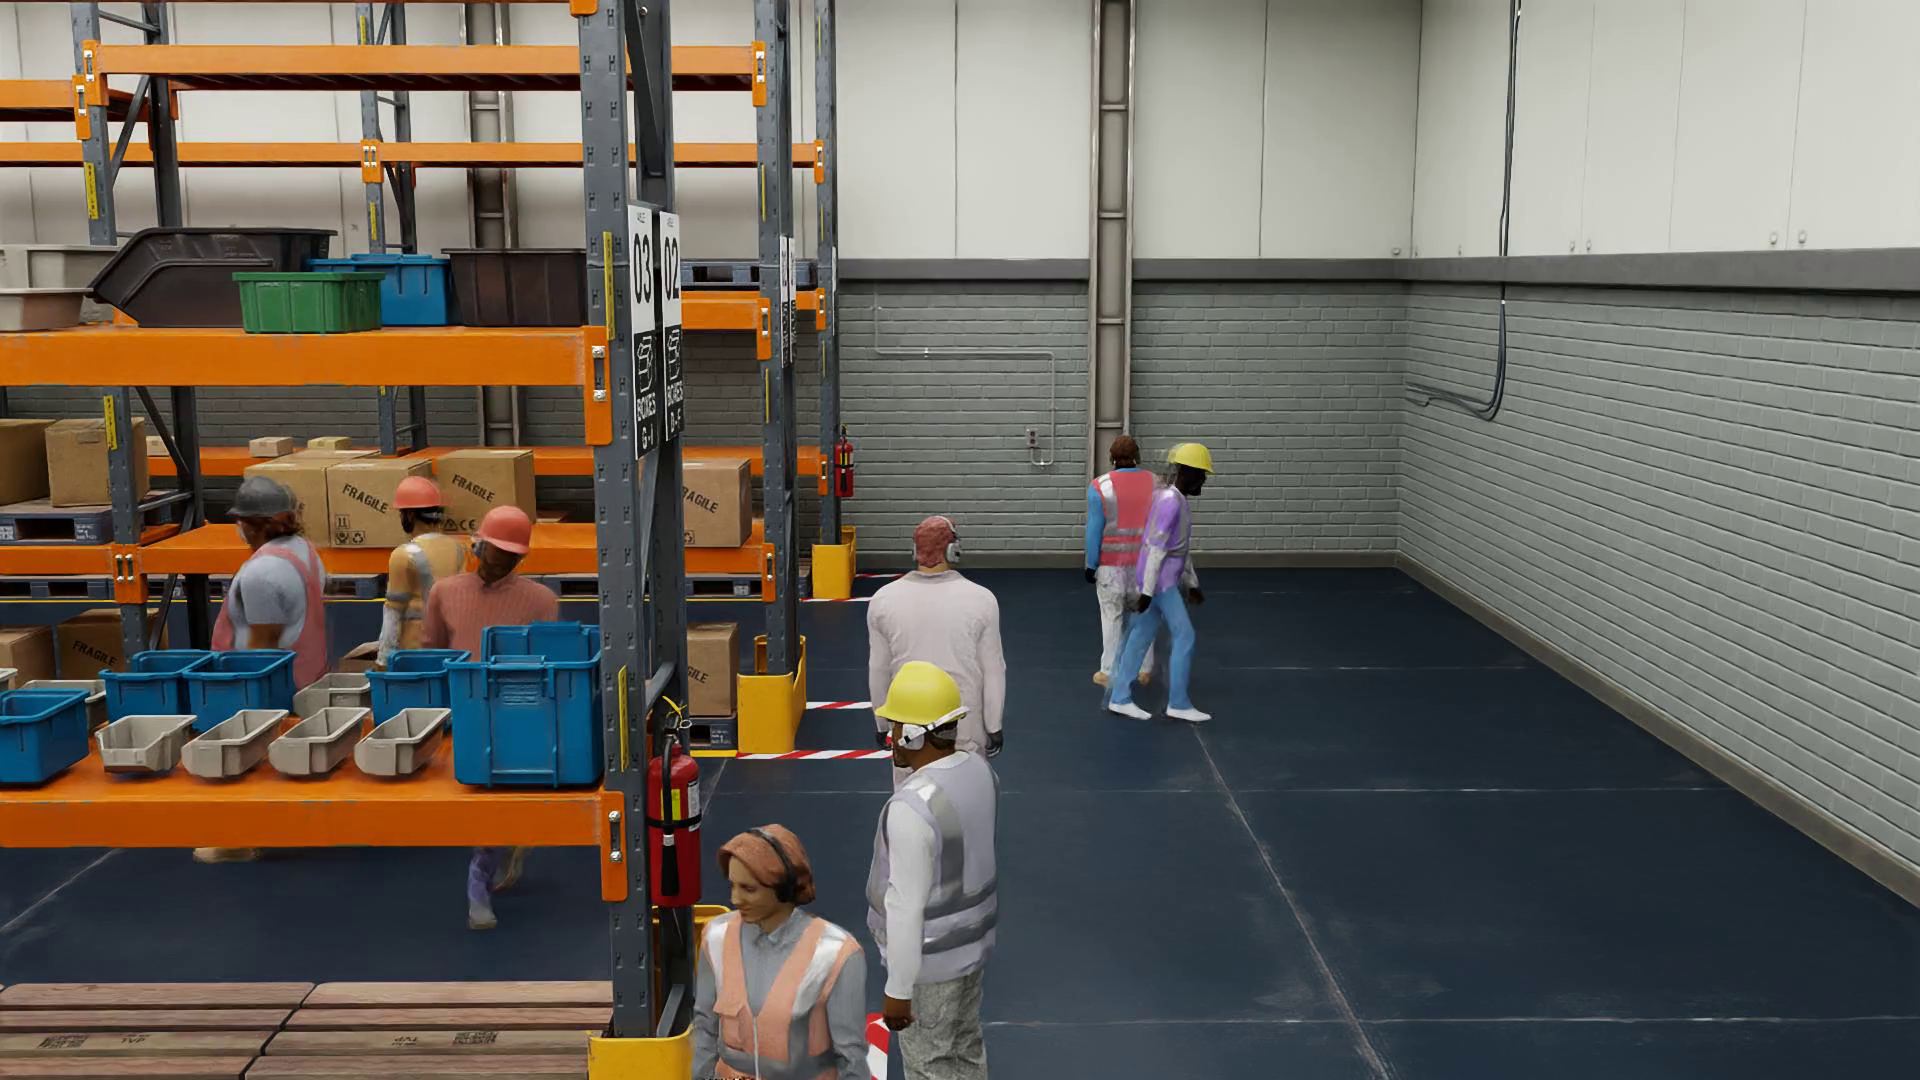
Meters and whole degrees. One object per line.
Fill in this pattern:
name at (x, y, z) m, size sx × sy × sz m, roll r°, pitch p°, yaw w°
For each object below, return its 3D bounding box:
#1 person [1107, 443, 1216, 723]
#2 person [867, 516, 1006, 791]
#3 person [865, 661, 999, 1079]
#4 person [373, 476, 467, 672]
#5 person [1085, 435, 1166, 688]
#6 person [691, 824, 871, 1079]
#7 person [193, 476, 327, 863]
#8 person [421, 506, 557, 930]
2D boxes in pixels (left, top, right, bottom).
person at (1.384, 0.283, 11.211) m, size 0.844 × 1.864 × 0.587 m, roll 0°, pitch 9°, yaw 3°
person at (-0.097, 0.834, 7.742) m, size 0.636 × 1.902 × 0.406 m, roll 2°, pitch 9°, yaw 9°
person at (-0.093, 1.282, 5.247) m, size 0.405 × 1.826 × 0.596 m, roll 4°, pitch 10°, yaw 24°
person at (-2.930, 0.591, 9.266) m, size 0.963 × 1.902 × 0.563 m, roll 3°, pitch 10°, yaw 15°
person at (1.193, 0.154, 12.096) m, size 0.633 × 1.839 × 0.429 m, roll -3°, pitch 10°, yaw -18°
person at (-0.461, 1.525, 4.340) m, size 0.534 × 1.623 × 0.326 m, roll 5°, pitch 10°, yaw 28°
person at (-3.452, 0.638, 8.514) m, size 0.934 × 2.000 × 0.690 m, roll 0°, pitch 9°, yaw 2°
person at (-2.207, 0.803, 7.793) m, size 0.671 × 1.950 × 0.637 m, roll 0°, pitch 9°, yaw 1°
